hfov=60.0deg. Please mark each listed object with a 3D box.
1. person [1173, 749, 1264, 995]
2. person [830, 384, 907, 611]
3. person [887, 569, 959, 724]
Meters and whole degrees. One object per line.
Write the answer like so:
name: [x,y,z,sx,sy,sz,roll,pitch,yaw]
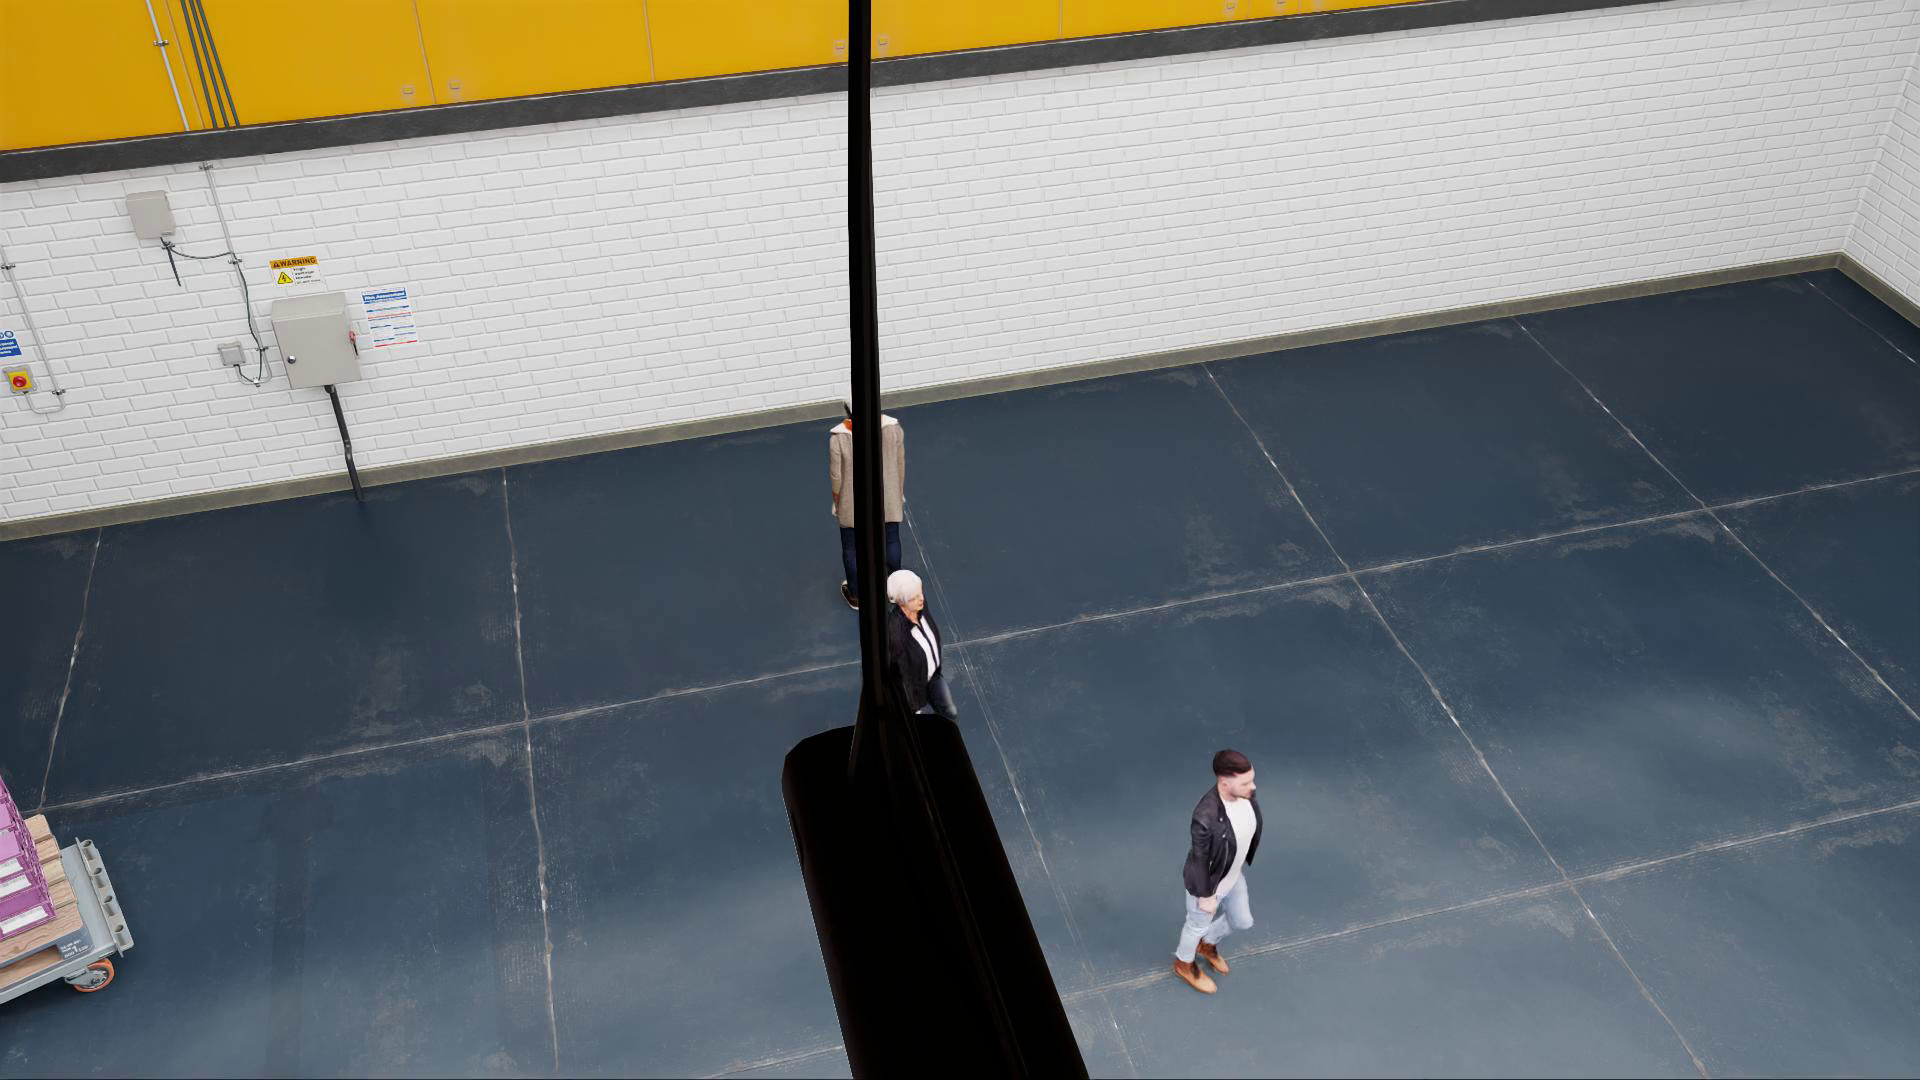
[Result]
person: [1.292,1.743,8.891,0.765,1.827,0.752,30,48,32]
person: [-0.635,-0.320,11.436,0.665,1.875,0.630,-9,40,-12]
person: [-0.298,0.838,10.089,0.825,1.772,0.861,21,43,25]
